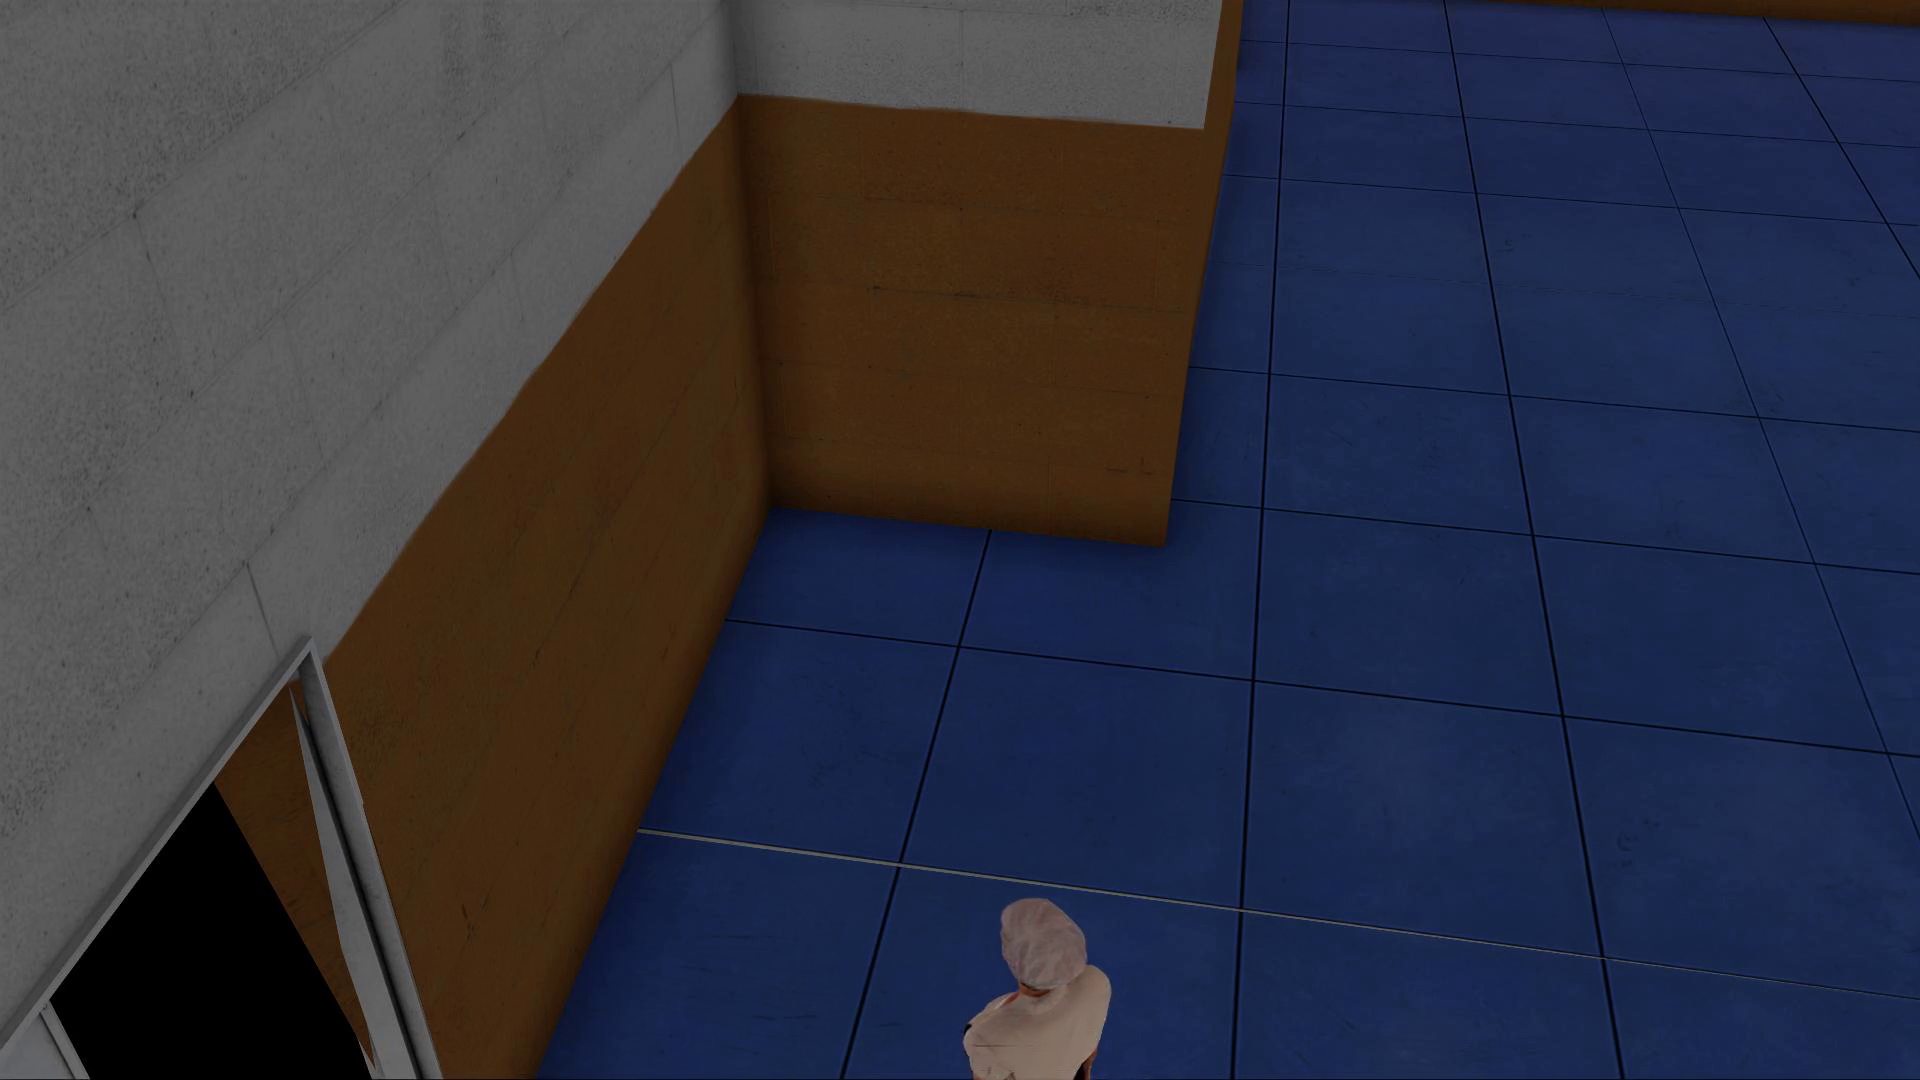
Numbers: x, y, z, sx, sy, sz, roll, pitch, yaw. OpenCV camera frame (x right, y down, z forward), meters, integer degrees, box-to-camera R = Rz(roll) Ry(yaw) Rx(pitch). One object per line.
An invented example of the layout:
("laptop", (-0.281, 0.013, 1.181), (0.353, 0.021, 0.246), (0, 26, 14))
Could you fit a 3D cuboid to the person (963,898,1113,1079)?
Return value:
("person", (0.251, 1.690, 4.572), (1.100, 1.714, 1.136), (-21, 42, -25))
